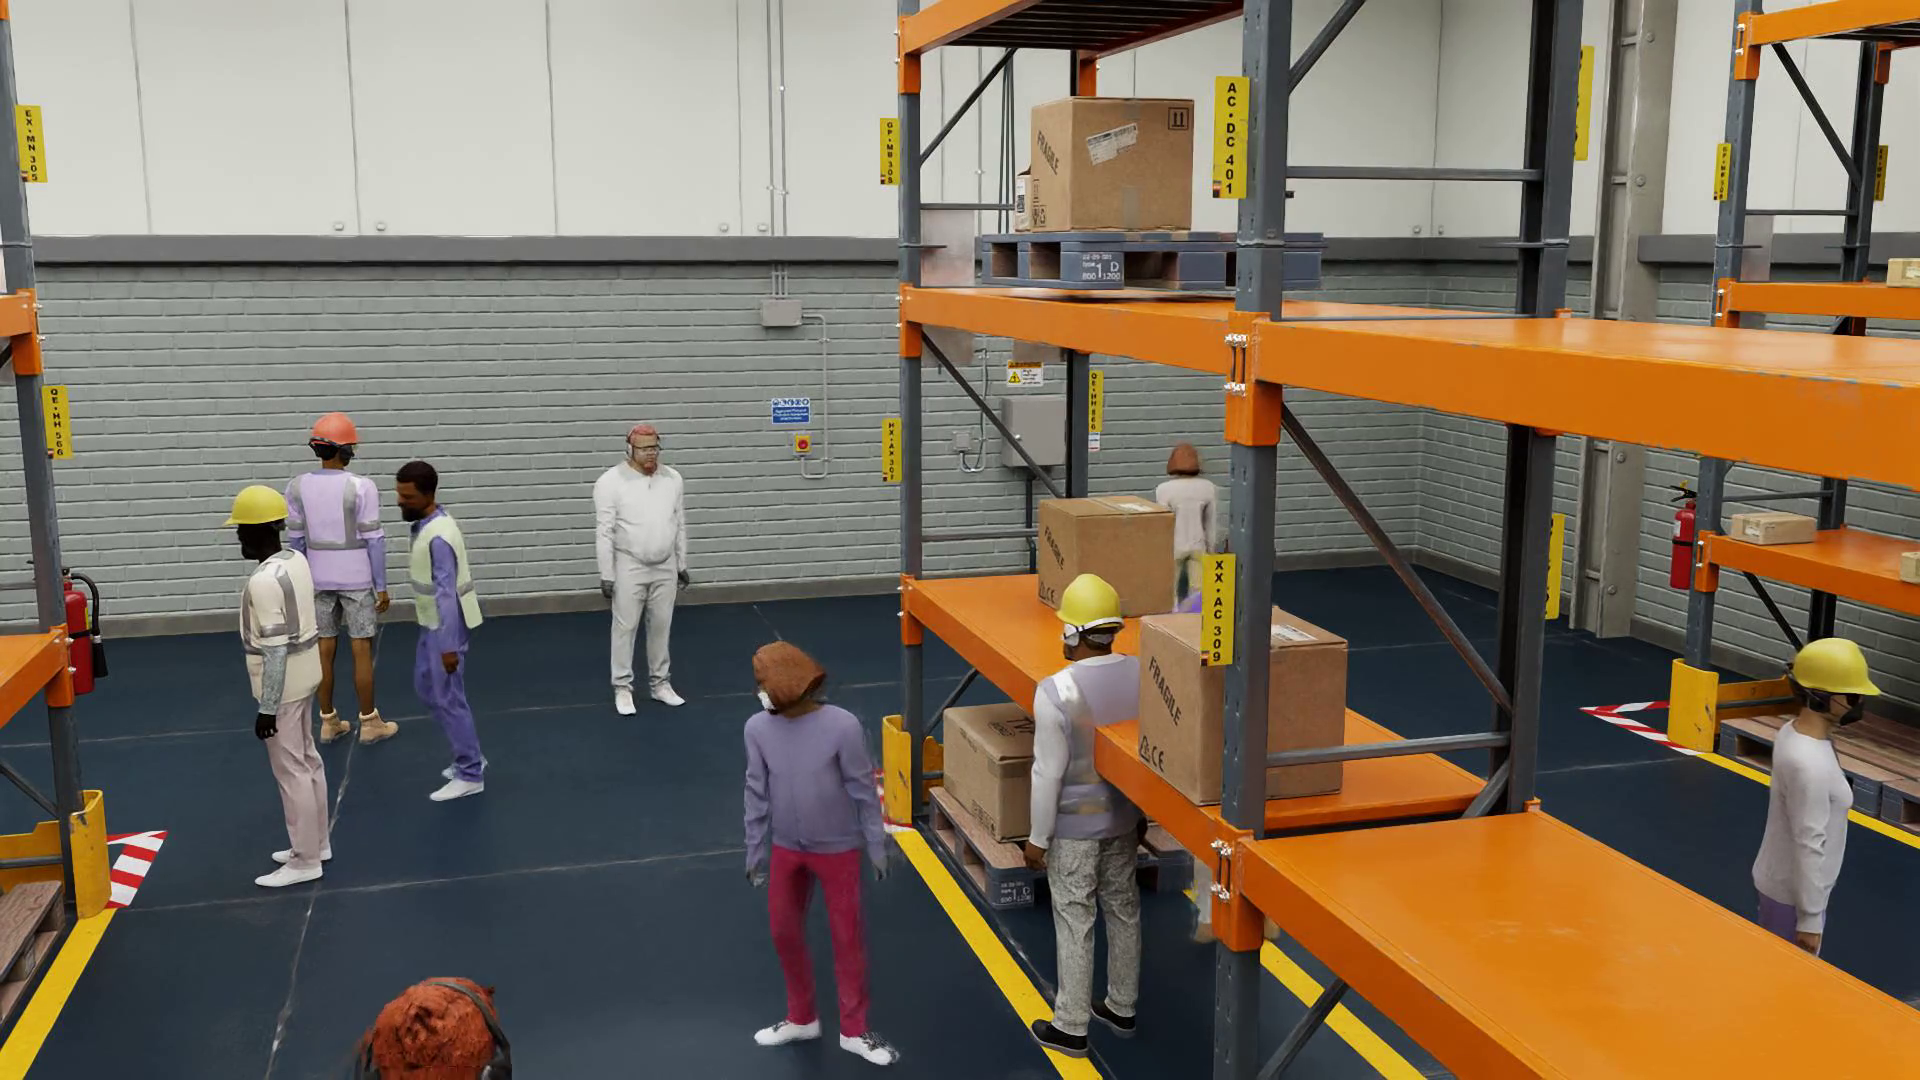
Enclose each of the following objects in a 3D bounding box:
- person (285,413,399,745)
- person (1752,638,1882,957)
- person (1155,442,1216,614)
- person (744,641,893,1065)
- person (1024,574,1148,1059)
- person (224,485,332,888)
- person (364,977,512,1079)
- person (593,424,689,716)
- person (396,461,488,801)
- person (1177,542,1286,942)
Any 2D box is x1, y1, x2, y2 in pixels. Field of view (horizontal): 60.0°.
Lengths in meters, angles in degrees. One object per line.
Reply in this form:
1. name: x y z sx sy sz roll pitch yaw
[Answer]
1. person: -3.777 0.243 10.180 0.606 2.044 0.373 2 10 9
2. person: 2.838 1.189 5.582 0.325 1.767 0.533 4 11 21
3. person: 1.693 0.088 12.309 0.506 1.611 0.684 -3 10 -18
4. person: -0.526 1.172 6.173 0.604 1.607 0.288 4 11 21
5. person: 0.484 1.033 6.276 0.586 1.833 0.403 -7 12 -36
6. person: -3.257 0.694 7.941 0.385 1.925 0.592 -1 10 -7
7. person: -0.834 1.637 2.780 0.580 1.857 0.655 2 10 11
8. person: -2.062 0.186 10.902 0.651 1.904 0.403 -8 13 -38
9. person: -2.848 0.492 9.173 0.437 1.897 0.633 -5 11 -25
10. person: 1.232 0.866 7.256 0.505 1.824 0.632 -10 14 -44
